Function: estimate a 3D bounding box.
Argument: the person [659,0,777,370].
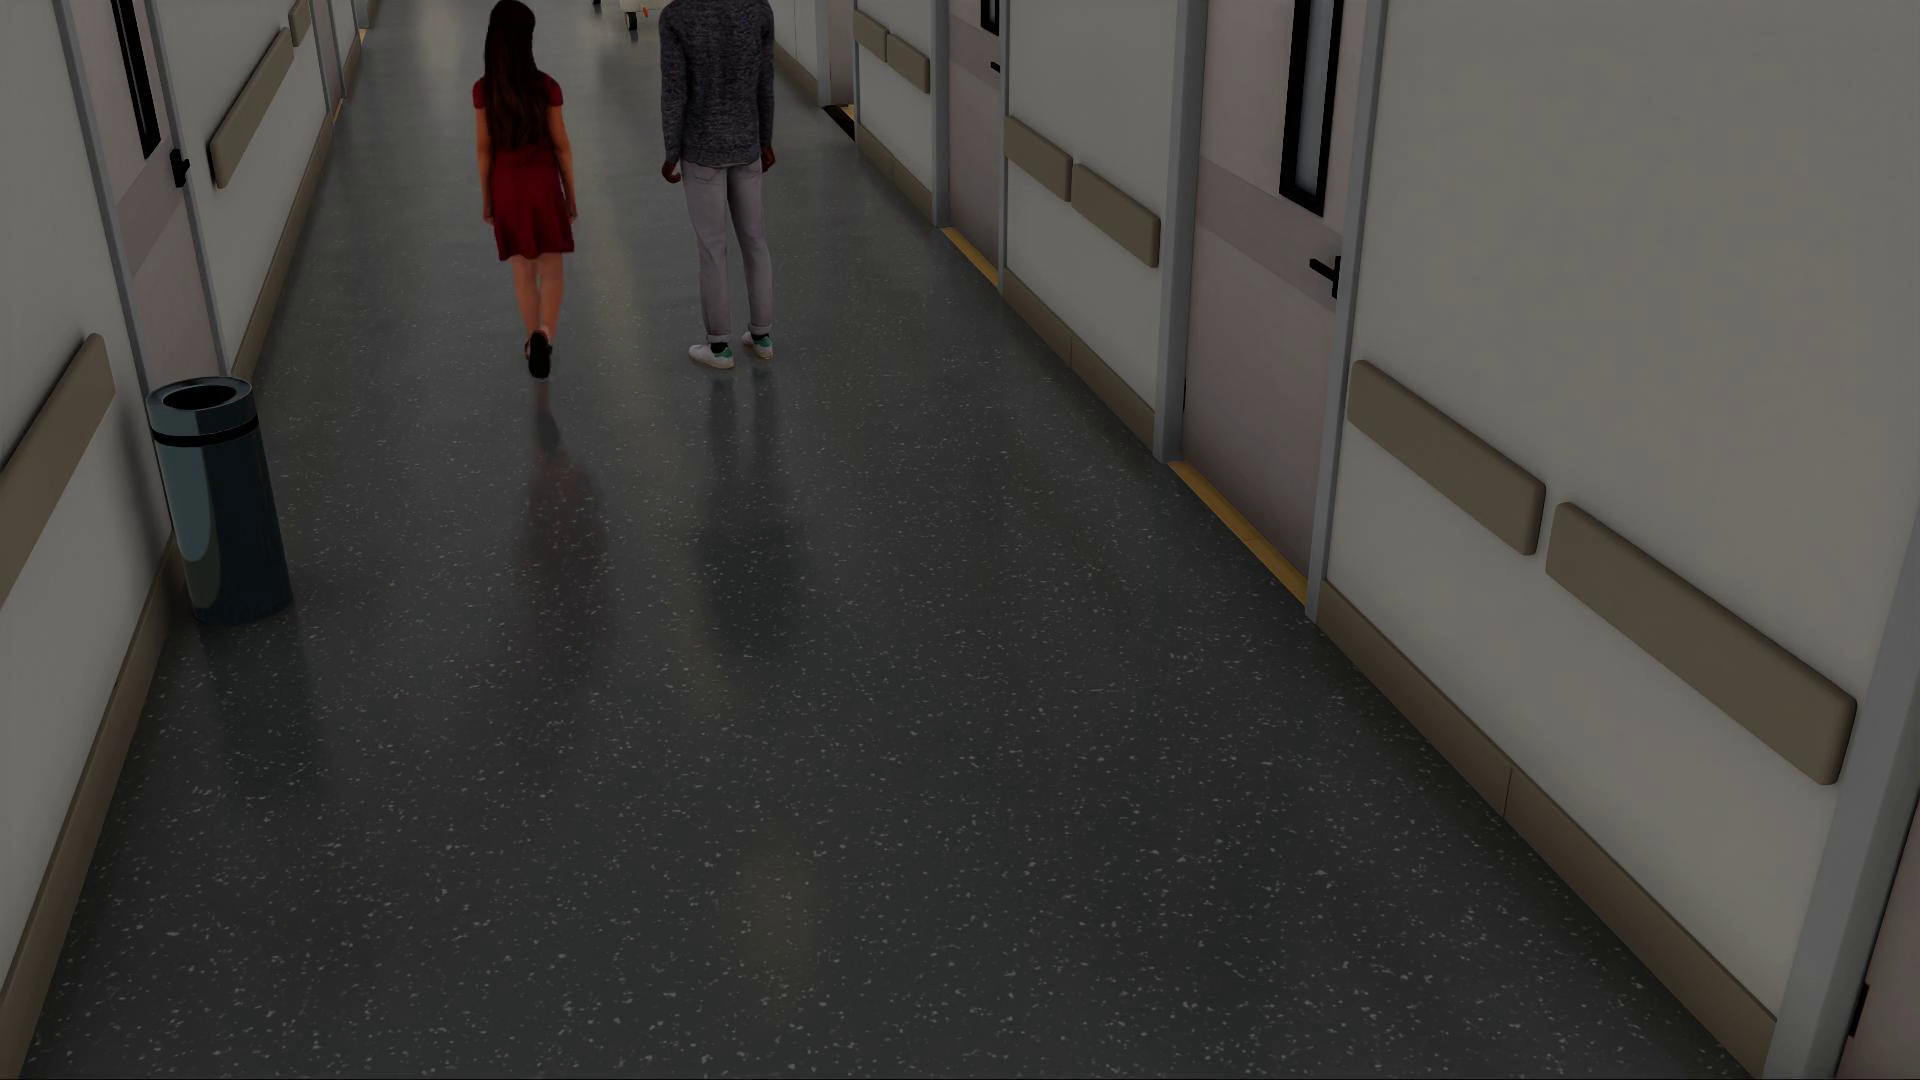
[{"bbox_3d":[-1.004,-1.648,7.039,0.619,1.839,0.806,-17,30,-31],"label":"person"}]

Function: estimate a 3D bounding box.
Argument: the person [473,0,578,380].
[{"bbox_3d":[-1.798,-1.414,6.899,0.910,1.531,0.692,-4,26,-7],"label":"person"}]
